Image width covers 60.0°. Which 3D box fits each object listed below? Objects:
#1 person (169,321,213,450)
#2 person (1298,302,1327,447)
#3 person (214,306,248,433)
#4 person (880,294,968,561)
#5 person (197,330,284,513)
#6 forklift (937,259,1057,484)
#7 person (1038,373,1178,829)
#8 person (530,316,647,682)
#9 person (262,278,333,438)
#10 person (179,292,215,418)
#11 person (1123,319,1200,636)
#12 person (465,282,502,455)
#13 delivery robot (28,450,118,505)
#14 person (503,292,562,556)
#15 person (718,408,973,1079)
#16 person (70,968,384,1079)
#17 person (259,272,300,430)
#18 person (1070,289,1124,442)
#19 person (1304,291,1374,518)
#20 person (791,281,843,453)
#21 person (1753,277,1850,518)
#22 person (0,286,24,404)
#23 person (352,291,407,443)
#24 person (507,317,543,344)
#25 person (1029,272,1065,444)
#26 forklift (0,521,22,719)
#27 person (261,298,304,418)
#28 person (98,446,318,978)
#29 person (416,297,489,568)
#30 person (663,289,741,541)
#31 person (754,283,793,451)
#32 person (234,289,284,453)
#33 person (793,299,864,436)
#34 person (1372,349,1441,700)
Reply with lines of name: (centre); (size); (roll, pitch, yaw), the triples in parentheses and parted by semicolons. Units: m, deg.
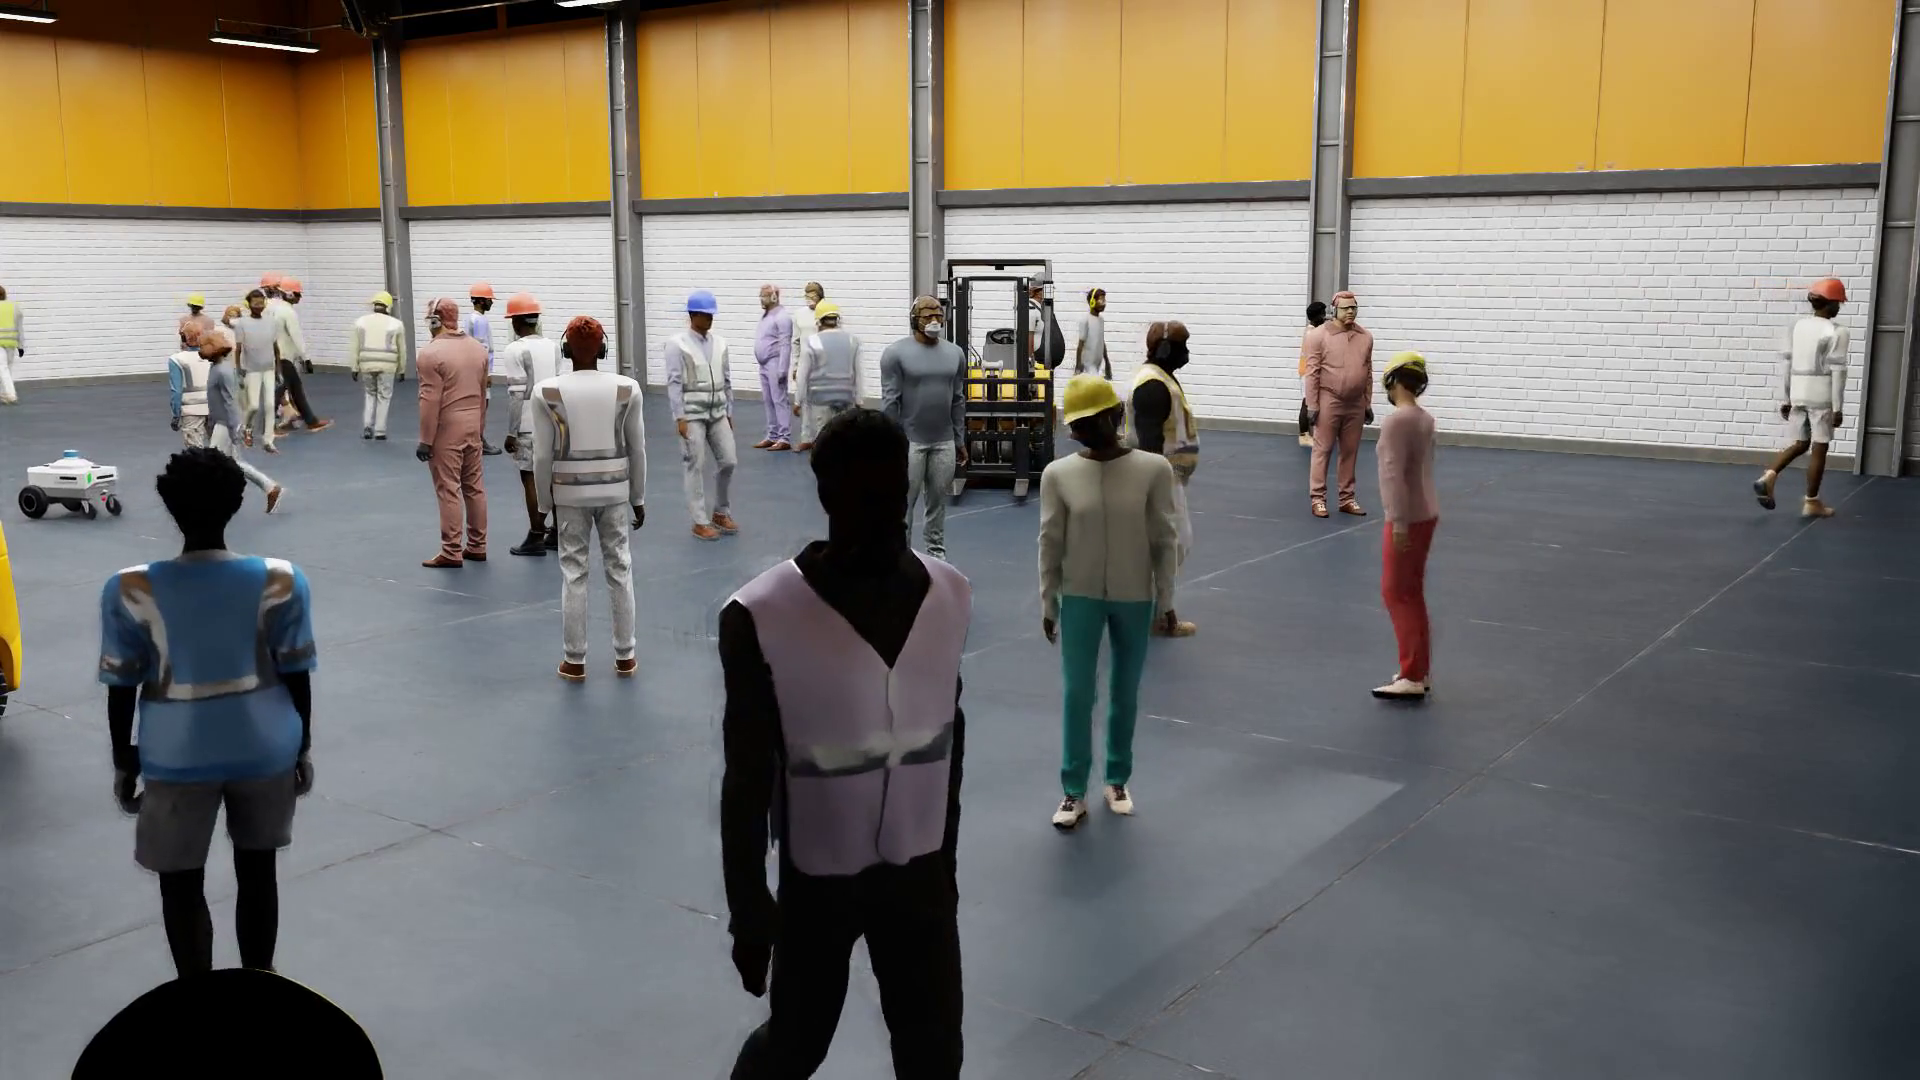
person: (-6.636, -1.089, 14.537); (0.312, 1.642, 0.512); (8, 12, 38)
person: (4.106, -1.929, 19.394); (0.318, 1.691, 0.534); (1, 10, 7)
person: (-9.037, -2.110, 20.721); (0.500, 1.599, 0.778); (-4, 10, -21)
person: (-0.228, -0.647, 11.017); (0.627, 1.941, 0.370); (-5, 11, -29)
person: (-6.063, -0.958, 13.890); (0.679, 1.599, 0.509); (-5, 11, -27)
forklift: (0.370, -1.738, 16.759); (1.214, 2.155, 2.313); (1, 10, 3)
person: (0.562, 0.240, 6.404); (0.539, 1.735, 0.416); (1, 10, 5)
person: (-1.900, -0.206, 8.565); (0.574, 1.882, 0.356); (-4, 10, -21)
person: (-8.216, -2.244, 20.509); (0.974, 1.943, 0.677); (-7, 12, -35)
person: (-10.423, -2.523, 22.787); (0.568, 1.728, 0.429); (1, 10, 8)
person: (1.146, -0.340, 9.509); (0.438, 1.828, 0.640); (2, 10, 10)
person: (-5.324, -1.905, 18.565); (0.386, 1.930, 0.540); (-4, 10, -23)
delivery robot: (-7.499, -0.516, 14.060); (0.707, 0.478, 0.477); (4, 10, 18)
person: (-3.161, -0.849, 12.232); (0.376, 1.932, 0.551); (5, 11, 26)
person: (-0.249, 0.654, 3.454); (0.604, 1.885, 0.941); (-7, 12, -35)
person: (-0.440, 1.113, 1.119); (0.303, 1.743, 0.494); (6, 11, 30)
person: (-8.668, -2.396, 21.177); (0.466, 2.021, 0.656); (3, 10, 17)
person: (1.658, -2.046, 19.702); (0.883, 1.827, 0.561); (5, 11, 30)
person: (3.224, -1.144, 14.075); (0.648, 1.907, 0.409); (-3, 10, -19)
person: (-1.615, -1.932, 18.688); (0.627, 1.934, 0.370); (4, 10, 24)
person: (7.085, -1.177, 13.915); (0.609, 2.031, 0.609); (-3, 10, -18)
person: (-14.514, -2.953, 25.186); (0.943, 1.804, 0.633); (7, 12, 35)
person: (-6.907, -2.058, 19.833); (0.610, 1.800, 0.468); (0, 10, -2)
person: (-6.144, -2.599, 23.546); (0.515, 1.636, 0.315); (-6, 11, -34)
person: (0.958, -2.101, 19.376); (0.536, 2.000, 0.688); (4, 10, 21)
forklift: (-5.296, -0.090, 6.943); (1.214, 2.155, 2.313); (7, 12, 35)
person: (-9.326, -2.584, 22.784); (0.692, 1.872, 0.425); (1, 10, 4)
person: (-1.975, 0.592, 4.431); (0.538, 1.678, 0.649); (-5, 11, -27)
person: (-3.611, -0.756, 11.769); (0.409, 1.908, 0.639); (4, 10, 23)
person: (-1.999, -0.967, 12.915); (0.633, 1.942, 0.451); (-9, 13, -44)
person: (-2.157, -1.974, 19.026); (0.403, 1.904, 0.651); (-5, 11, -29)
person: (-7.941, -1.913, 18.832); (0.514, 1.854, 0.570); (-9, 13, -43)
person: (-1.229, -1.299, 15.287); (0.620, 1.806, 0.601); (-6, 11, -33)
person: (2.220, -0.081, 8.296); (0.441, 1.720, 0.644); (7, 12, 35)
